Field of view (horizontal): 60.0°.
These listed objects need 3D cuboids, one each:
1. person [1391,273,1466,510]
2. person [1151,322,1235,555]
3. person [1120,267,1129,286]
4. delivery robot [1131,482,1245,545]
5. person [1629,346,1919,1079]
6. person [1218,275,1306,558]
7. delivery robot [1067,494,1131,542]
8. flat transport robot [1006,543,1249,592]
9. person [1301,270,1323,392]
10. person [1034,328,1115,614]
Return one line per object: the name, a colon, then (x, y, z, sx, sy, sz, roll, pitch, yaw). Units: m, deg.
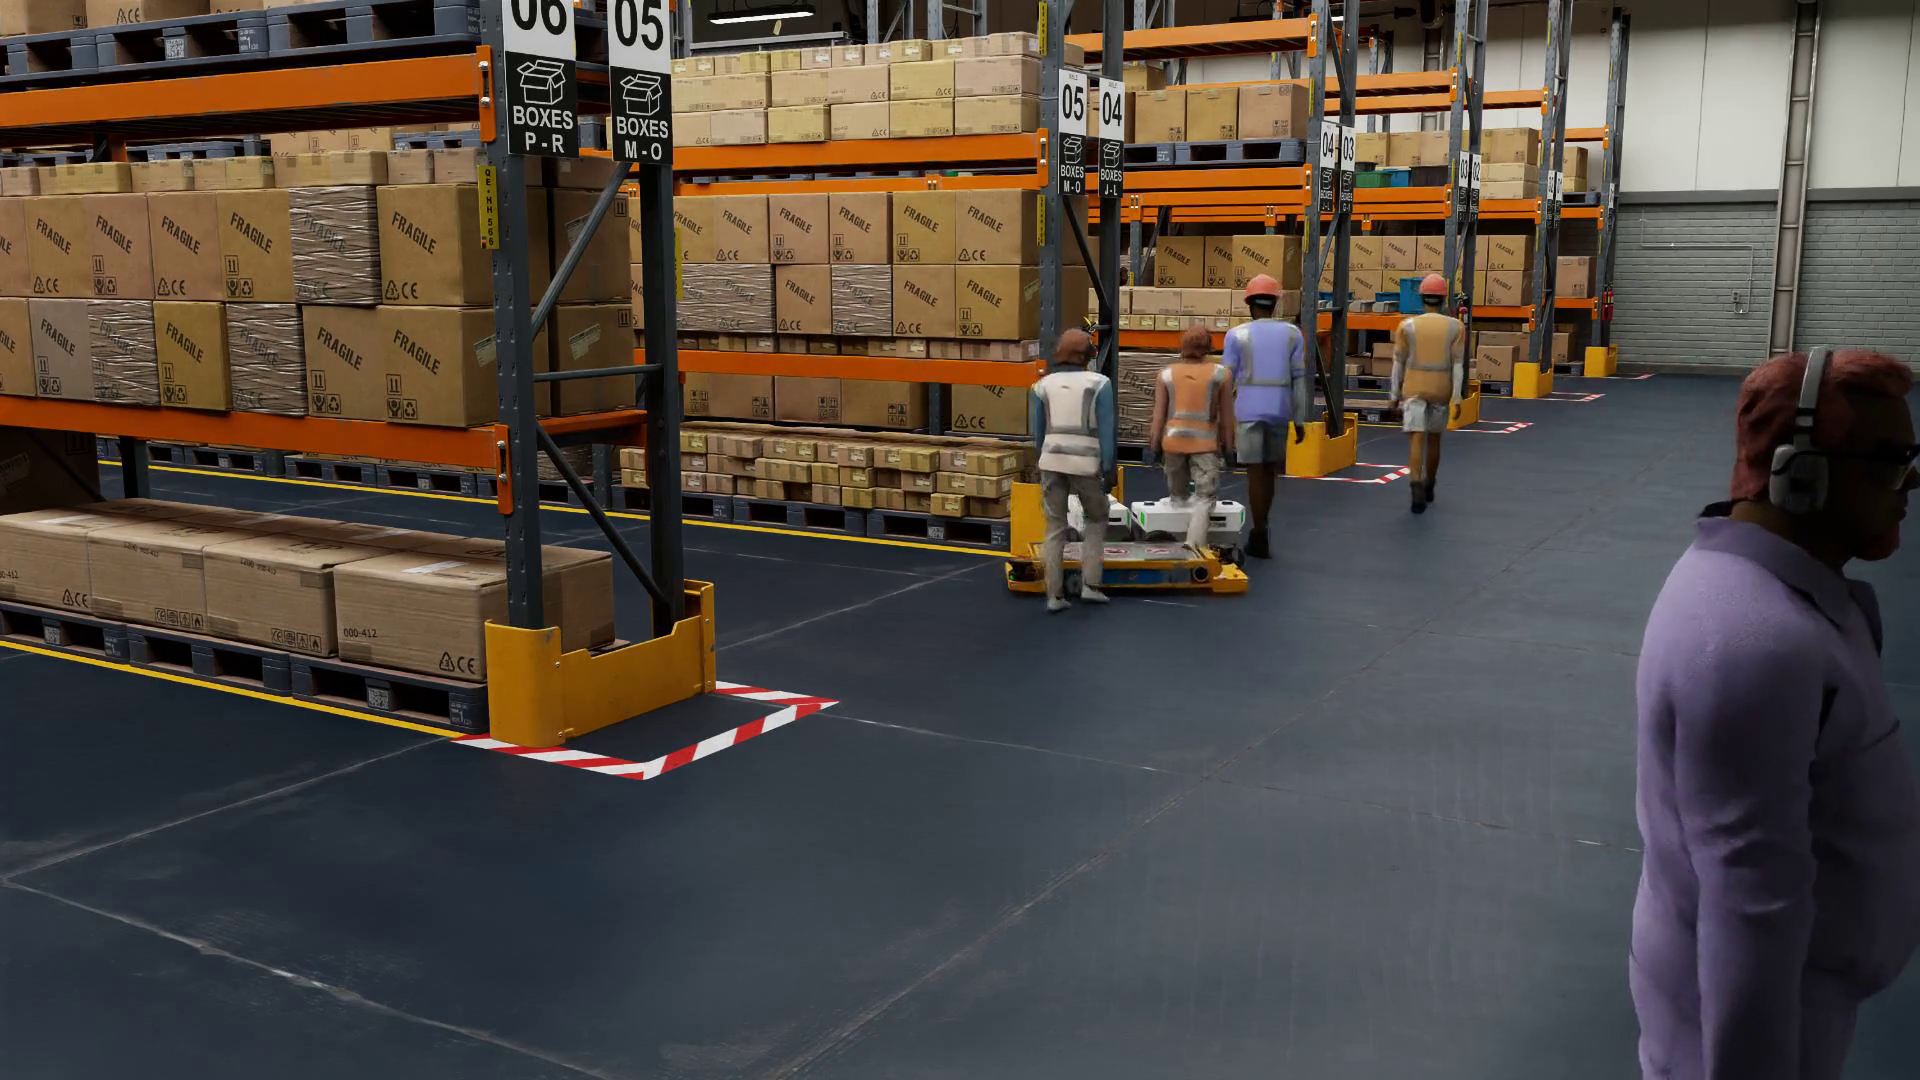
person: (3.775, -1.199, 13.443, 0.557, 1.899, 0.971, 2, 10, 14)
person: (1.460, -0.571, 10.545, 0.531, 1.611, 0.703, 3, 10, 20)
person: (2.443, -3.253, 25.550, 0.312, 1.862, 0.535, 6, 11, 30)
delivery robot: (1.487, -0.134, 10.839, 0.707, 0.478, 0.477, -1, 10, -5)
person: (1.175, 0.675, 2.427, 0.403, 1.906, 0.651, 4, 11, 23)
person: (2.038, -0.863, 11.432, 0.574, 1.895, 0.834, -1, 10, -8)
delivery robot: (0.890, -0.157, 10.971, 0.477, 0.478, 0.707, -1, 10, -9)
flat transport robot: (1.005, 0.161, 10.213, 1.431, 0.197, 0.652, 0, 10, 0)
person: (5.094, -3.166, 24.882, 0.652, 1.916, 0.564, 5, 11, 25)
person: (0.647, -0.391, 9.489, 0.539, 1.615, 0.489, 5, 11, 28)
